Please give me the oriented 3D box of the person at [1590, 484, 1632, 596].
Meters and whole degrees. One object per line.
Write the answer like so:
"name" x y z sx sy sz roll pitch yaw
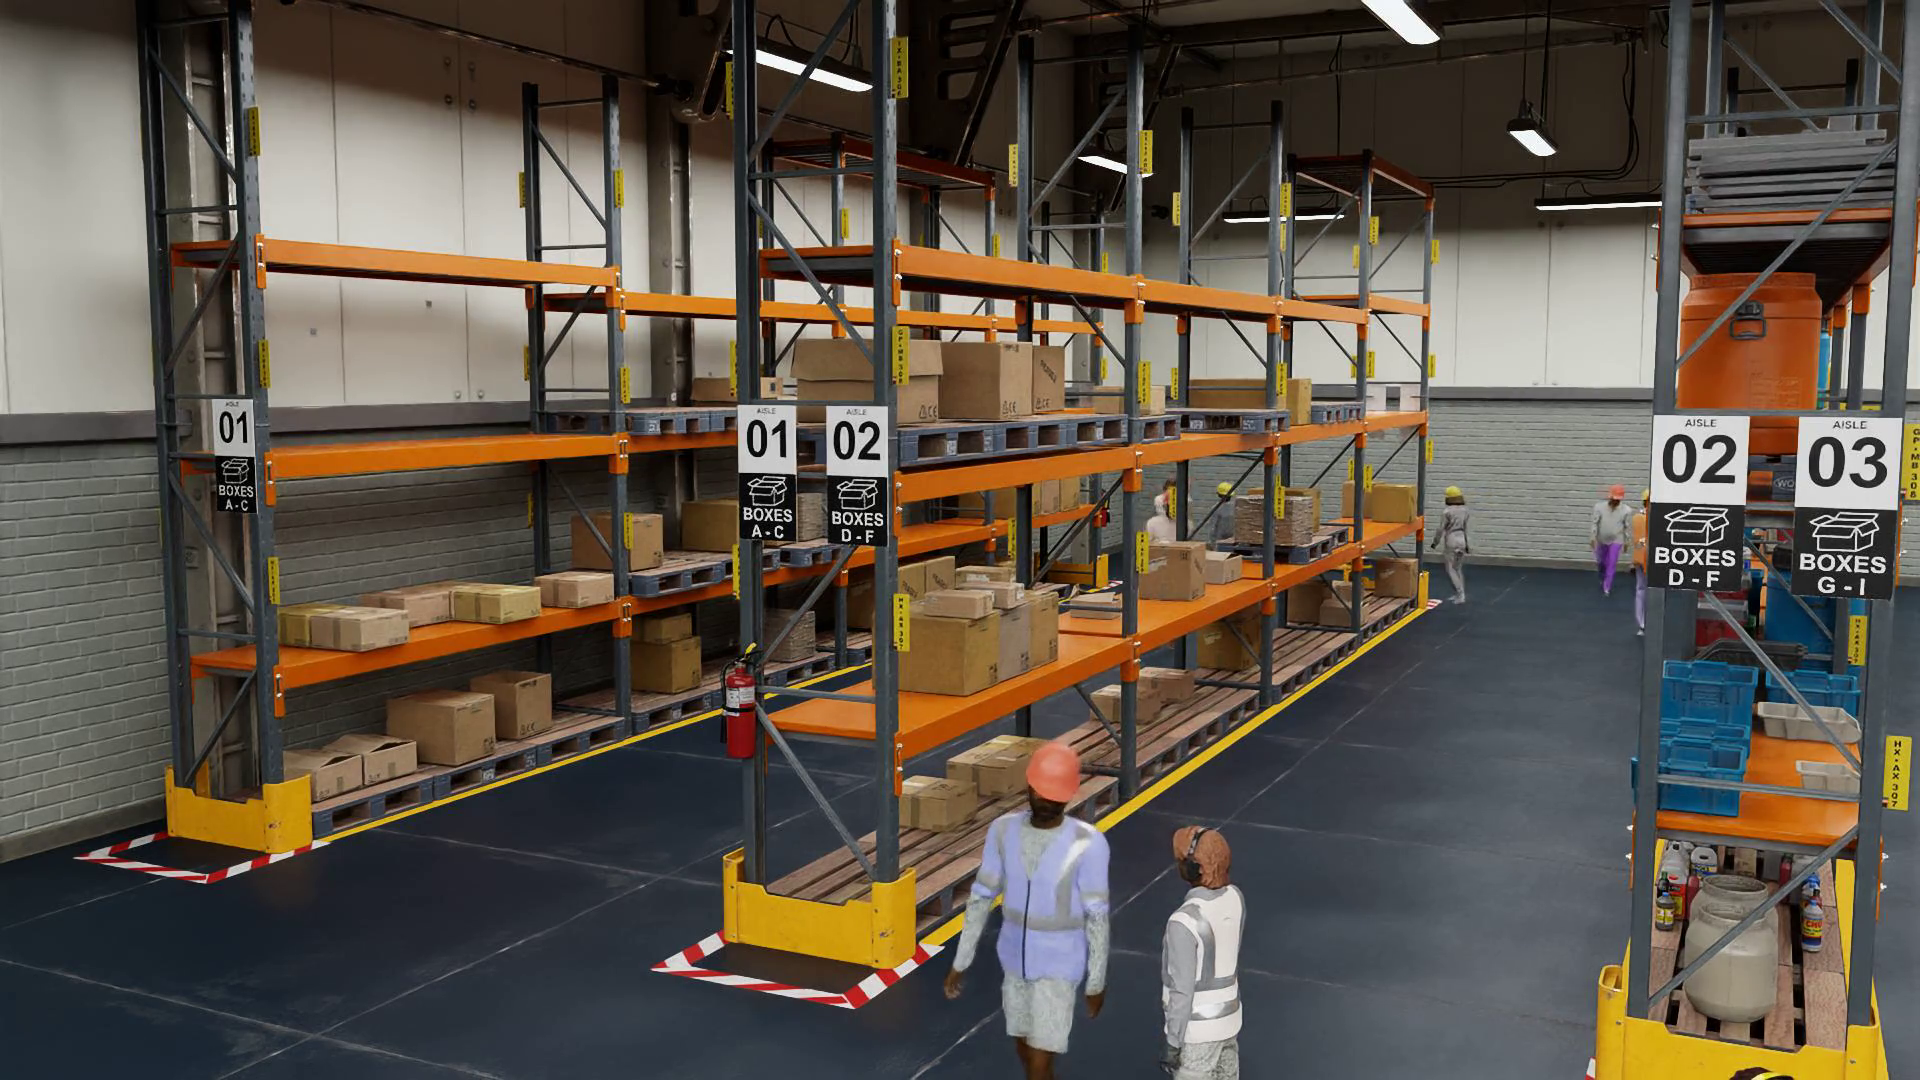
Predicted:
"person" 9.875 -0.016 25.250 0.595 1.703 0.680 3 6 25

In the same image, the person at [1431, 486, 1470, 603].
"person" 7.232 0.074 24.318 0.499 1.717 0.558 -3 7 -29

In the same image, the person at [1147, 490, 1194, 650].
"person" 2.570 0.343 20.454 0.629 1.978 0.618 0 6 -1

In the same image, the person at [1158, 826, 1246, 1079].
"person" 0.959 1.937 6.582 0.307 1.641 0.511 4 7 34

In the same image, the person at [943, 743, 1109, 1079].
"person" 0.288 1.768 6.918 0.661 1.905 0.587 4 7 33

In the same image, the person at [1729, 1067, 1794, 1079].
"person" 1.805 2.110 3.789 0.521 1.873 0.328 -4 7 -31

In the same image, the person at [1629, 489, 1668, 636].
"person" 8.812 0.296 21.330 0.507 1.896 0.639 -3 6 -24

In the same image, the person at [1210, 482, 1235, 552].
"person" 3.950 -0.002 24.915 0.548 1.749 0.413 -5 8 -40
